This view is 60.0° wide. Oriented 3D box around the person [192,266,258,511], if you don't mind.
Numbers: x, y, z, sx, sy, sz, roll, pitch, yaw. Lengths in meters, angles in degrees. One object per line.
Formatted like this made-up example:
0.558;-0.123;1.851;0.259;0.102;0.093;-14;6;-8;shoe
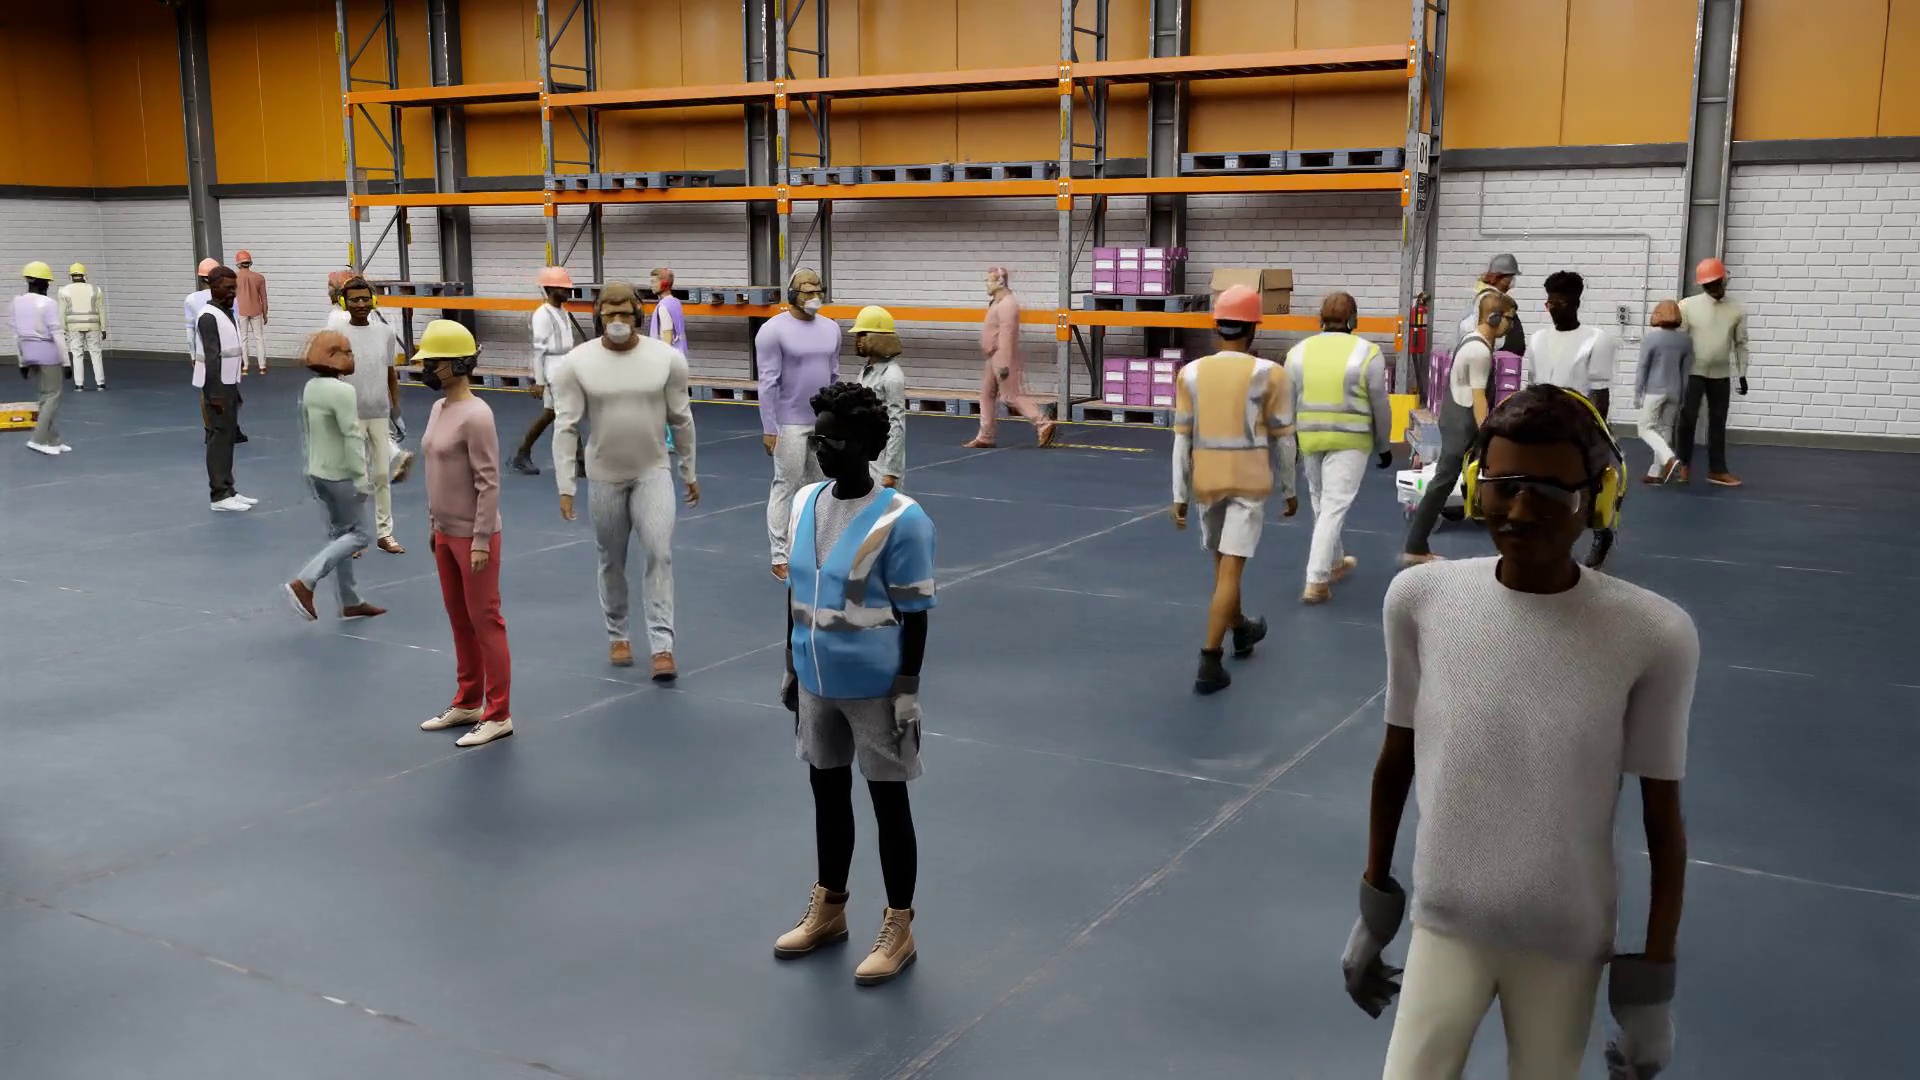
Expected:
-5.817;-1.191;13.103;0.396;1.913;0.590;-2;10;-11;person

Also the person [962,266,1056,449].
0.506;-1.847;16.956;0.877;1.874;0.649;-1;10;-8;person

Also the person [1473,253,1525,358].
5.000;-1.750;15.903;0.764;2.000;0.699;2;10;14;person

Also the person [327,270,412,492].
-4.941;-1.292;13.776;0.541;1.870;0.591;1;10;7;person

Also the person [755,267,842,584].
-0.973;-0.708;10.296;0.635;1.936;0.355;-10;14;-43;person

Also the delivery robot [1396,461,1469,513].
3.581;-0.408;12.246;0.707;0.478;0.477;-3;11;-18;delivery robot

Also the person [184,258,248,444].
-7.792;-1.971;17.436;0.550;1.941;0.347;-1;10;-8;person

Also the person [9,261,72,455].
-9.111;-1.795;16.516;0.603;1.917;0.533;4;11;21;person

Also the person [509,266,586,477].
-3.665;-1.503;14.928;0.971;1.899;0.557;1;10;7;person

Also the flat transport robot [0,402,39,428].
-10.937;-1.443;19.172;0.652;0.197;1.431;-7;12;-33;flat transport robot

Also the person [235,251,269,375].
-11.495;-3.663;26.857;0.622;1.997;0.372;-7;12;-36;person

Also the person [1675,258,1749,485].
6.455;-1.440;14.372;0.724;1.968;0.414;1;10;3;person

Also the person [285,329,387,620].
-3.433;-0.336;9.069;0.527;1.620;0.512;-10;14;-43;person

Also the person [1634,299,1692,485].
6.042;-1.242;14.233;0.501;1.622;0.573;-3;10;-14;person

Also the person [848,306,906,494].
-0.462;-0.414;9.180;0.299;1.745;0.483;-4;11;-24;person

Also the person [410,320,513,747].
-2.086;-0.029;6.937;0.314;1.768;0.526;-9;13;-40;person

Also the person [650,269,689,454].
-2.907;-1.778;16.620;0.376;1.840;0.573;0;10;-1;person

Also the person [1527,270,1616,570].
3.802;-0.712;10.351;0.915;1.935;0.611;-8;13;-38;person

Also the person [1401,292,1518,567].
3.309;-0.671;10.542;0.984;1.770;0.581;3;10;17;person

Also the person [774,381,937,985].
-0.304;0.399;4.706;0.531;1.697;0.320;8;13;38;person

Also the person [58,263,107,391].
-12.551;-3.040;23.808;0.597;1.828;0.403;-6;12;-30;person

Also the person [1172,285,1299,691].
1.324;-0.270;7.984;0.553;1.879;1.032;6;12;31;person

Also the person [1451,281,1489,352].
4.937;-1.619;15.962;0.944;1.768;0.614;7;12;35;person

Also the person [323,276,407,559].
-3.967;-0.817;11.106;0.534;1.869;0.315;-8;13;-37;person

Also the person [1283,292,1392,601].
2.236;-0.559;9.880;0.615;1.800;0.977;8;13;38;person

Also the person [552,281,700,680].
-1.582;-0.267;7.923;0.686;1.894;0.935;-2;10;-13;person

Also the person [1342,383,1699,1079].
0.882;0.670;2.716;0.558;1.856;0.387;6;12;29;person
